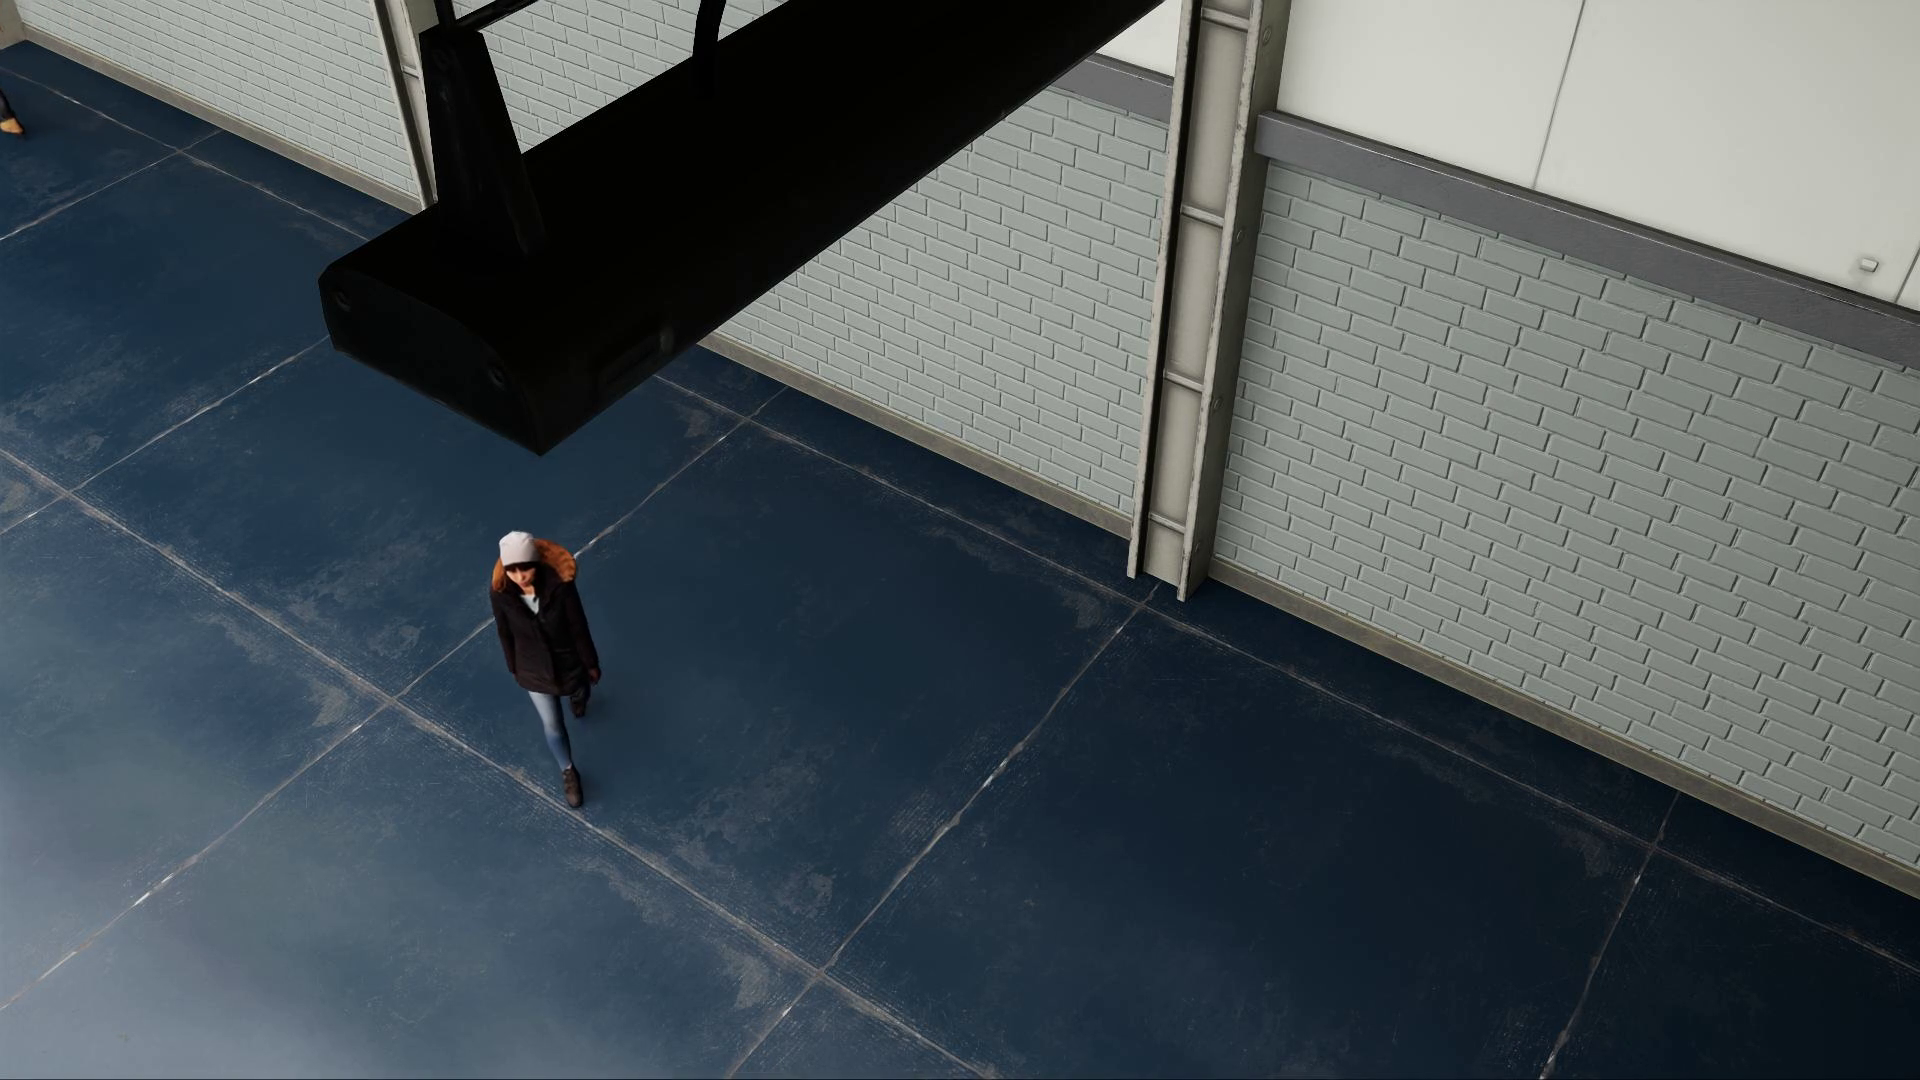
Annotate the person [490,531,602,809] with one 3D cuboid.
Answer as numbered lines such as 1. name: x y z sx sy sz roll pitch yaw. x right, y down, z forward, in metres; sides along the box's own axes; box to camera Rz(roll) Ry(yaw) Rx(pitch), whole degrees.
1. person: -2.031 0.544 8.312 0.959 1.615 1.082 -12 44 -12
